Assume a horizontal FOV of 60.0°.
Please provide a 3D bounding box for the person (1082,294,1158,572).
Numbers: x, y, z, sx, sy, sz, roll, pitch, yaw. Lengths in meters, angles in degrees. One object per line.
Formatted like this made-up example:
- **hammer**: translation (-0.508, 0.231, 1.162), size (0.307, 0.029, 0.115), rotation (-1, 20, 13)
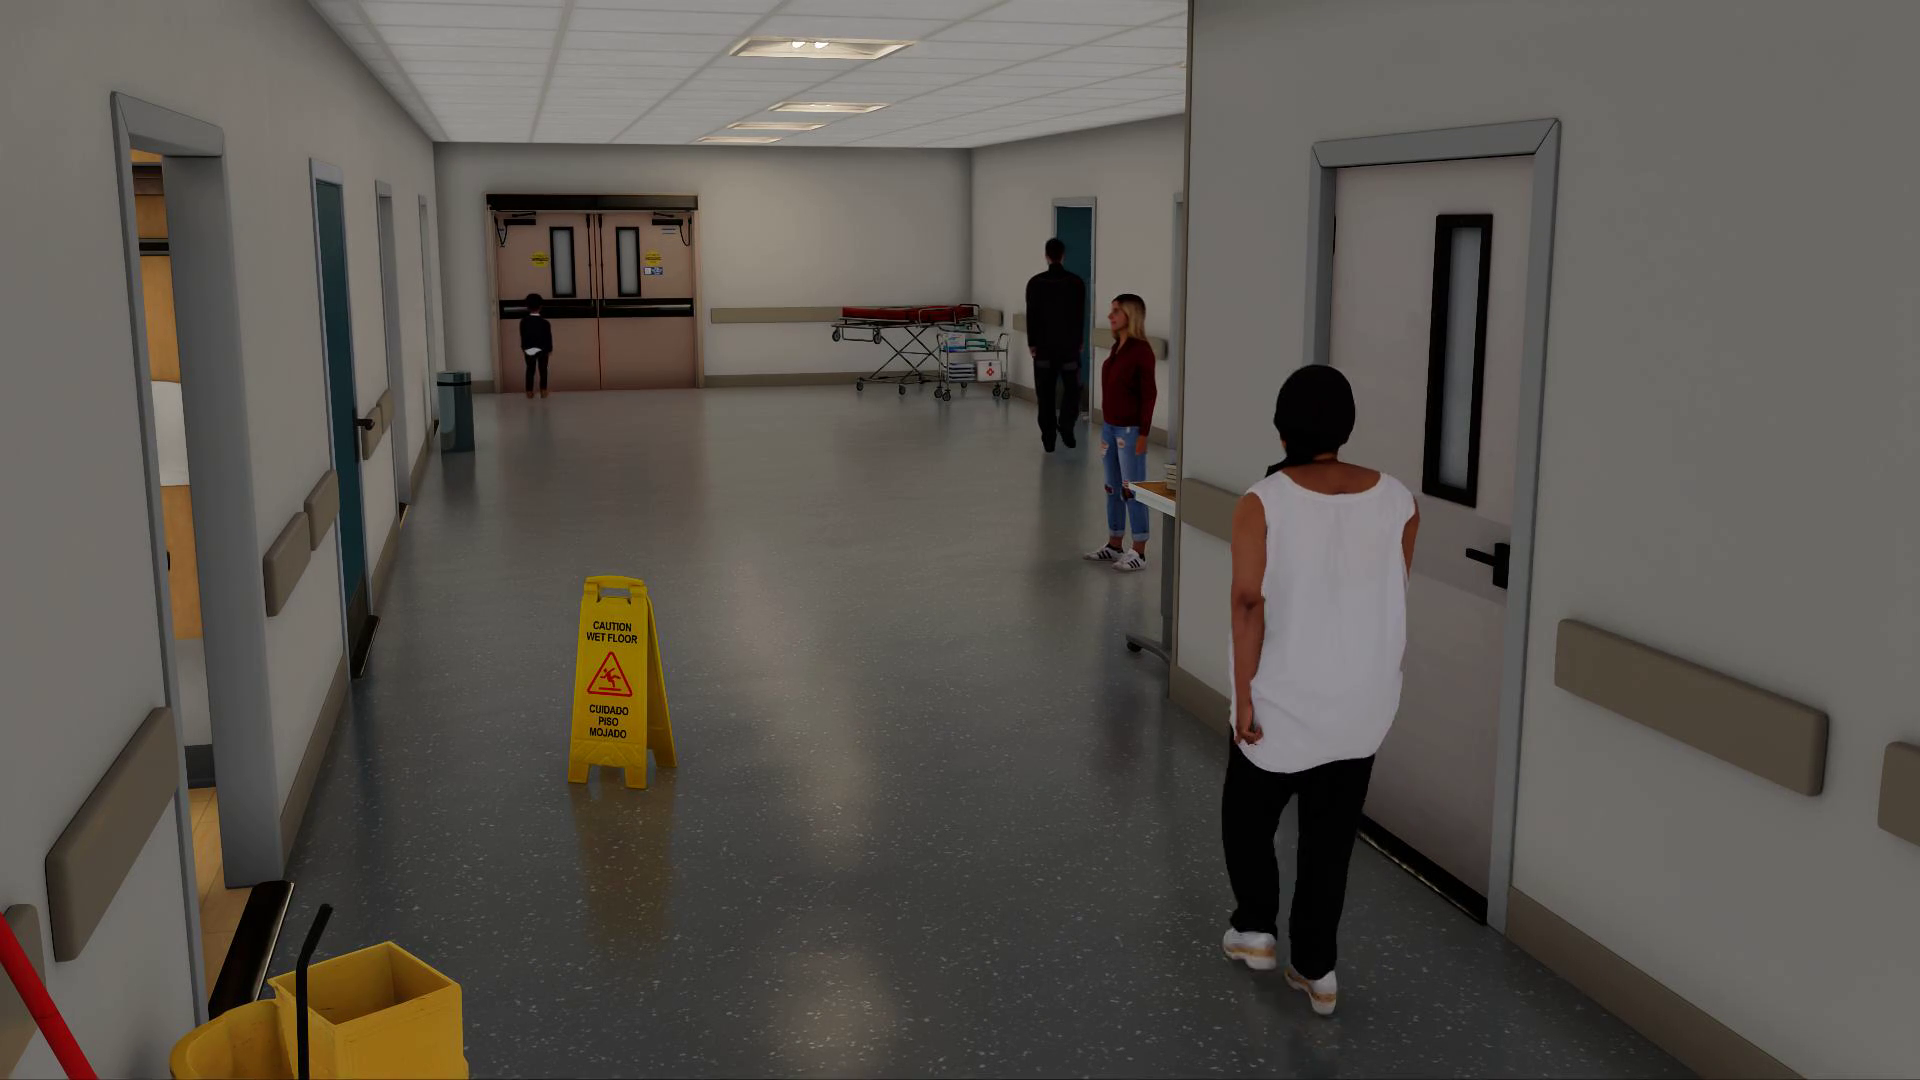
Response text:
- **person**: translation (0.986, -0.645, 9.887), size (0.696, 1.634, 0.517), rotation (-5, 12, -24)

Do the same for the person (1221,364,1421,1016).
- **person**: translation (0.910, 0.404, 4.262), size (0.694, 1.670, 0.716), rotation (-1, 11, -6)

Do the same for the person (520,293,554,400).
- **person**: translation (-4.940, -2.261, 19.407), size (0.542, 1.221, 0.559), rotation (-1, 11, -4)

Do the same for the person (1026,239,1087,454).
- **person**: translation (0.870, -1.710, 14.787), size (0.875, 1.900, 1.002), rotation (1, 11, 7)
